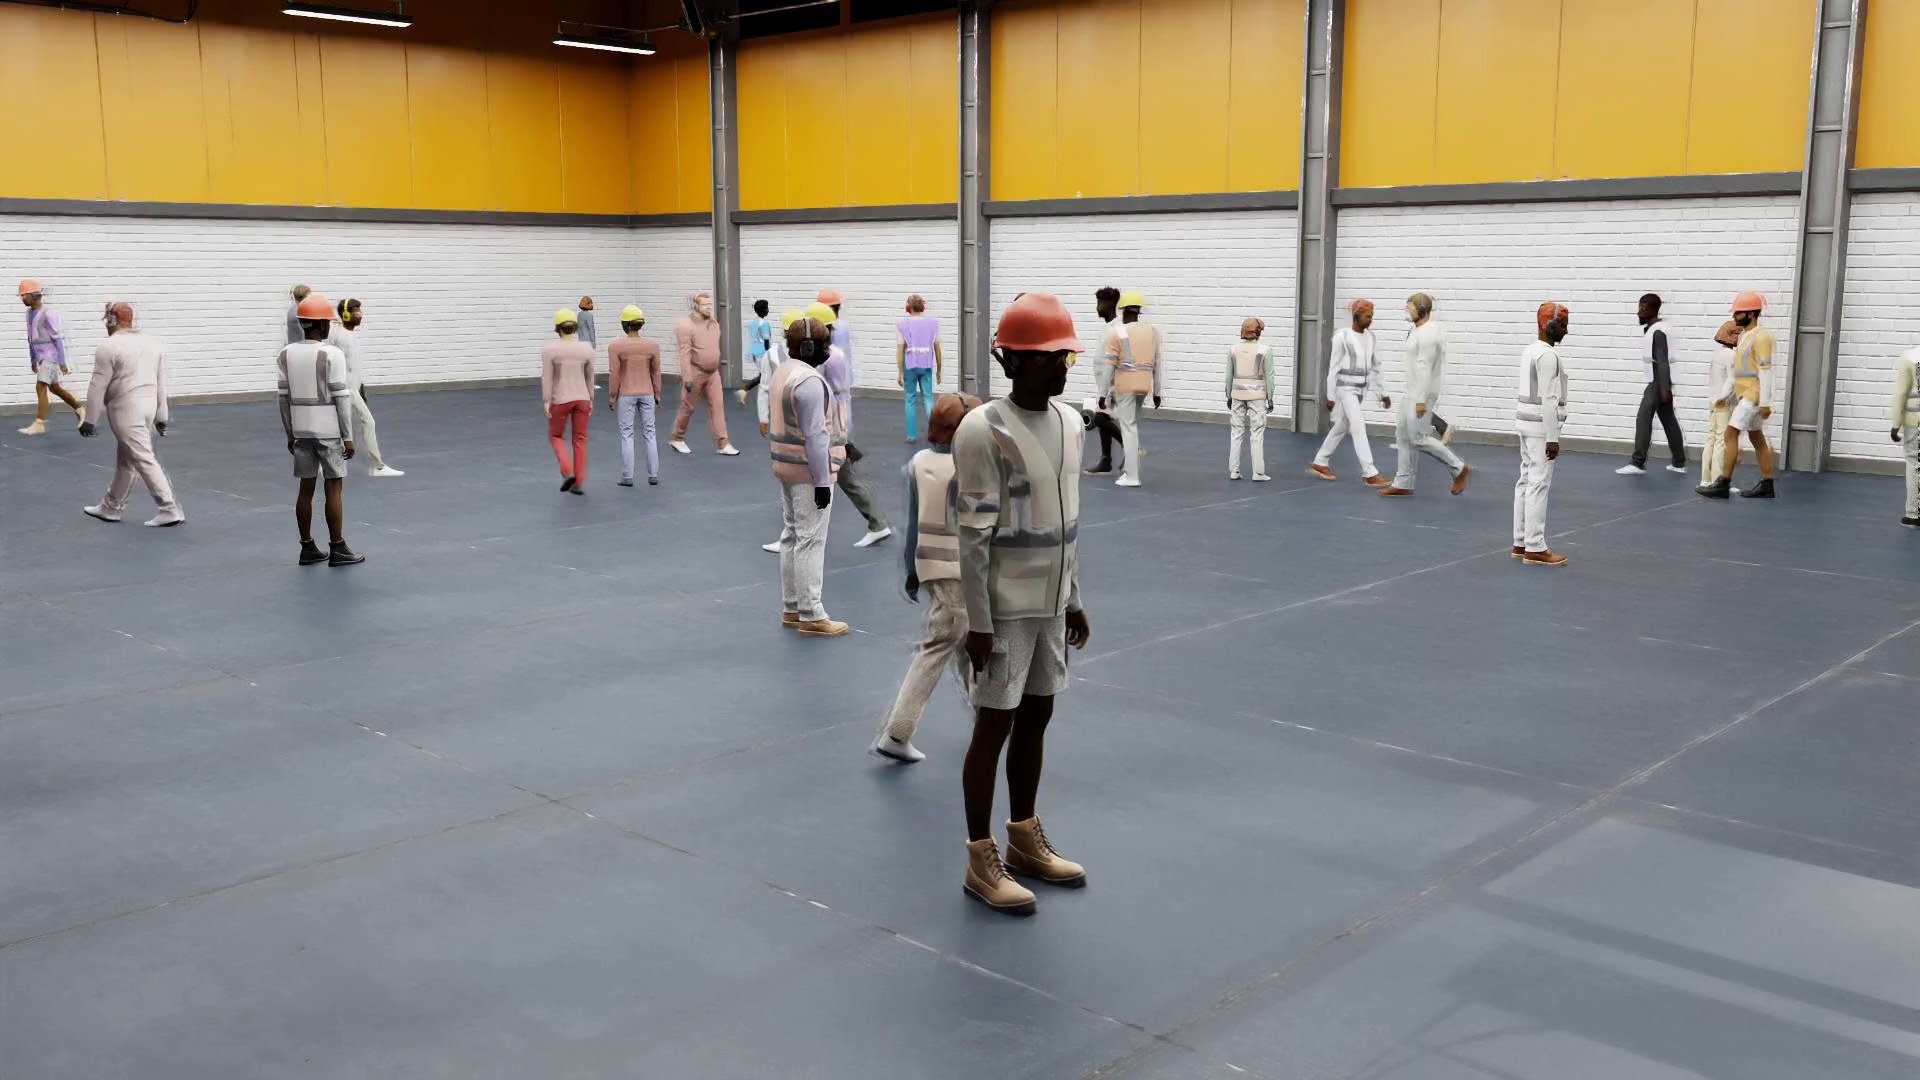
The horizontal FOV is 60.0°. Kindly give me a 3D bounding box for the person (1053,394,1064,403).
[{"bbox_3d":[1.172,-2.471,23.062,0.900,1.680,0.542,7,12,37],"label":"person"}]

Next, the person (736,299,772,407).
[{"bbox_3d":[-3.073,-2.825,25.249,0.708,1.673,0.540,-5,10,-27],"label":"person"}]

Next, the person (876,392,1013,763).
[{"bbox_3d":[-0.039,0.156,7.227,0.871,1.594,0.534,-7,12,-36],"label":"person"}]

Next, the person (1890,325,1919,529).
[{"bbox_3d":[7.857,-0.981,13.481,0.615,1.822,0.414,1,9,6],"label":"person"}]

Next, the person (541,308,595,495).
[{"bbox_3d":[-3.677,-1.296,15.634,0.537,1.750,0.373,-6,11,-32],"label":"person"}]

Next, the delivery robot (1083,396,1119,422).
[{"bbox_3d":[1.980,-1.755,21.830,0.707,0.478,0.477,6,11,32],"label":"delivery robot"}]

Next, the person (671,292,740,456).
[{"bbox_3d":[-2.977,-1.895,19.009,0.985,1.865,0.659,8,12,39],"label":"person"}]

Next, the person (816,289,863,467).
[{"bbox_3d":[-1.312,-1.644,17.268,0.419,1.914,0.543,-1,9,-4],"label":"person"}]

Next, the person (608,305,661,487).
[{"bbox_3d":[-3.180,-1.405,16.261,0.533,1.769,0.310,-5,11,-28],"label":"person"}]

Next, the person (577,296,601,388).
[{"bbox_3d":[-6.611,-3.499,29.514,0.281,1.632,0.503,-8,12,-41],"label":"person"}]

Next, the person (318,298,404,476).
[{"bbox_3d":[-6.236,-1.540,16.914,0.951,1.833,0.533,-2,9,-11],"label":"person"}]

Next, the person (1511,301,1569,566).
[{"bbox_3d":[4.194,-0.767,11.984,0.355,1.887,0.573,0,9,3],"label":"person"}]

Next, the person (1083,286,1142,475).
[{"bbox_3d":[1.551,-1.617,16.996,0.474,1.949,0.638,-1,9,-7],"label":"person"}]

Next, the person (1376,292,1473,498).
[{"bbox_3d":[4.287,-1.313,15.258,0.771,1.915,0.639,1,9,5],"label":"person"}]

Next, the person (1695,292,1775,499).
[{"bbox_3d":[7.186,-1.324,15.347,0.846,1.903,0.560,2,10,15],"label":"person"}]

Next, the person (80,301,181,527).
[{"bbox_3d":[-6.888,-1.027,13.708,1.007,1.848,0.663,2,9,11],"label":"person"}]

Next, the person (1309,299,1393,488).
[{"bbox_3d":[3.874,-1.459,16.423,0.598,1.838,1.004,-8,12,-39],"label":"person"}]

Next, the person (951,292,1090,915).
[{"bbox_3d":[0.240,0.203,5.559,0.397,2.043,0.609,8,12,39],"label":"person"}]

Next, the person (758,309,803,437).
[{"bbox_3d":[-1.420,-1.082,14.250,0.615,1.780,0.950,-1,9,-8],"label":"person"}]

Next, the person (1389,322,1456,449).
[{"bbox_3d":[5.390,-1.922,19.289,0.698,1.830,0.515,5,10,27],"label":"person"}]

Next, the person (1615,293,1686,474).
[{"bbox_3d":[7.240,-1.610,17.256,0.697,1.871,0.644,3,10,20],"label":"person"}]

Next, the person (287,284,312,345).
[{"bbox_3d":[-8.717,-2.439,22.152,0.541,1.921,0.640,-4,10,-23],"label":"person"}]

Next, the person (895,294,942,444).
[{"bbox_3d":[-0.476,-2.040,19.995,0.574,1.826,0.677,-4,10,-22],"label":"person"}]

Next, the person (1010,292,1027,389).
[{"bbox_3d":[0.766,-2.009,19.742,0.429,1.845,0.621,-5,11,-30],"label":"person"}]

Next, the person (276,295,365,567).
[{"bbox_3d":[-4.564,-0.775,11.879,0.552,1.935,0.360,3,10,17],"label":"person"}]

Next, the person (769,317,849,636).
[{"bbox_3d":[-0.876,-0.368,9.675,0.429,1.842,0.634,-4,10,-23],"label":"person"}]

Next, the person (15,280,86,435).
[{"bbox_3d":[-11.744,-2.372,21.544,0.660,1.995,0.995,7,11,35],"label":"person"}]

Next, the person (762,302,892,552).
[{"bbox_3d":[-0.969,-0.844,12.509,0.994,1.882,0.608,-2,9,-11],"label":"person"}]

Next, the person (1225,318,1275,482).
[{"bbox_3d":[2.892,-1.397,16.614,0.522,1.636,0.311,6,11,35],"label":"person"}]

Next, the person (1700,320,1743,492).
[{"bbox_3d":[7.295,-1.274,15.870,0.264,1.632,0.507,0,9,2],"label":"person"}]

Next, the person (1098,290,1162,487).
[{"bbox_3d":[1.620,-1.477,16.263,0.622,1.906,0.591,-6,11,-33],"label":"person"}]
